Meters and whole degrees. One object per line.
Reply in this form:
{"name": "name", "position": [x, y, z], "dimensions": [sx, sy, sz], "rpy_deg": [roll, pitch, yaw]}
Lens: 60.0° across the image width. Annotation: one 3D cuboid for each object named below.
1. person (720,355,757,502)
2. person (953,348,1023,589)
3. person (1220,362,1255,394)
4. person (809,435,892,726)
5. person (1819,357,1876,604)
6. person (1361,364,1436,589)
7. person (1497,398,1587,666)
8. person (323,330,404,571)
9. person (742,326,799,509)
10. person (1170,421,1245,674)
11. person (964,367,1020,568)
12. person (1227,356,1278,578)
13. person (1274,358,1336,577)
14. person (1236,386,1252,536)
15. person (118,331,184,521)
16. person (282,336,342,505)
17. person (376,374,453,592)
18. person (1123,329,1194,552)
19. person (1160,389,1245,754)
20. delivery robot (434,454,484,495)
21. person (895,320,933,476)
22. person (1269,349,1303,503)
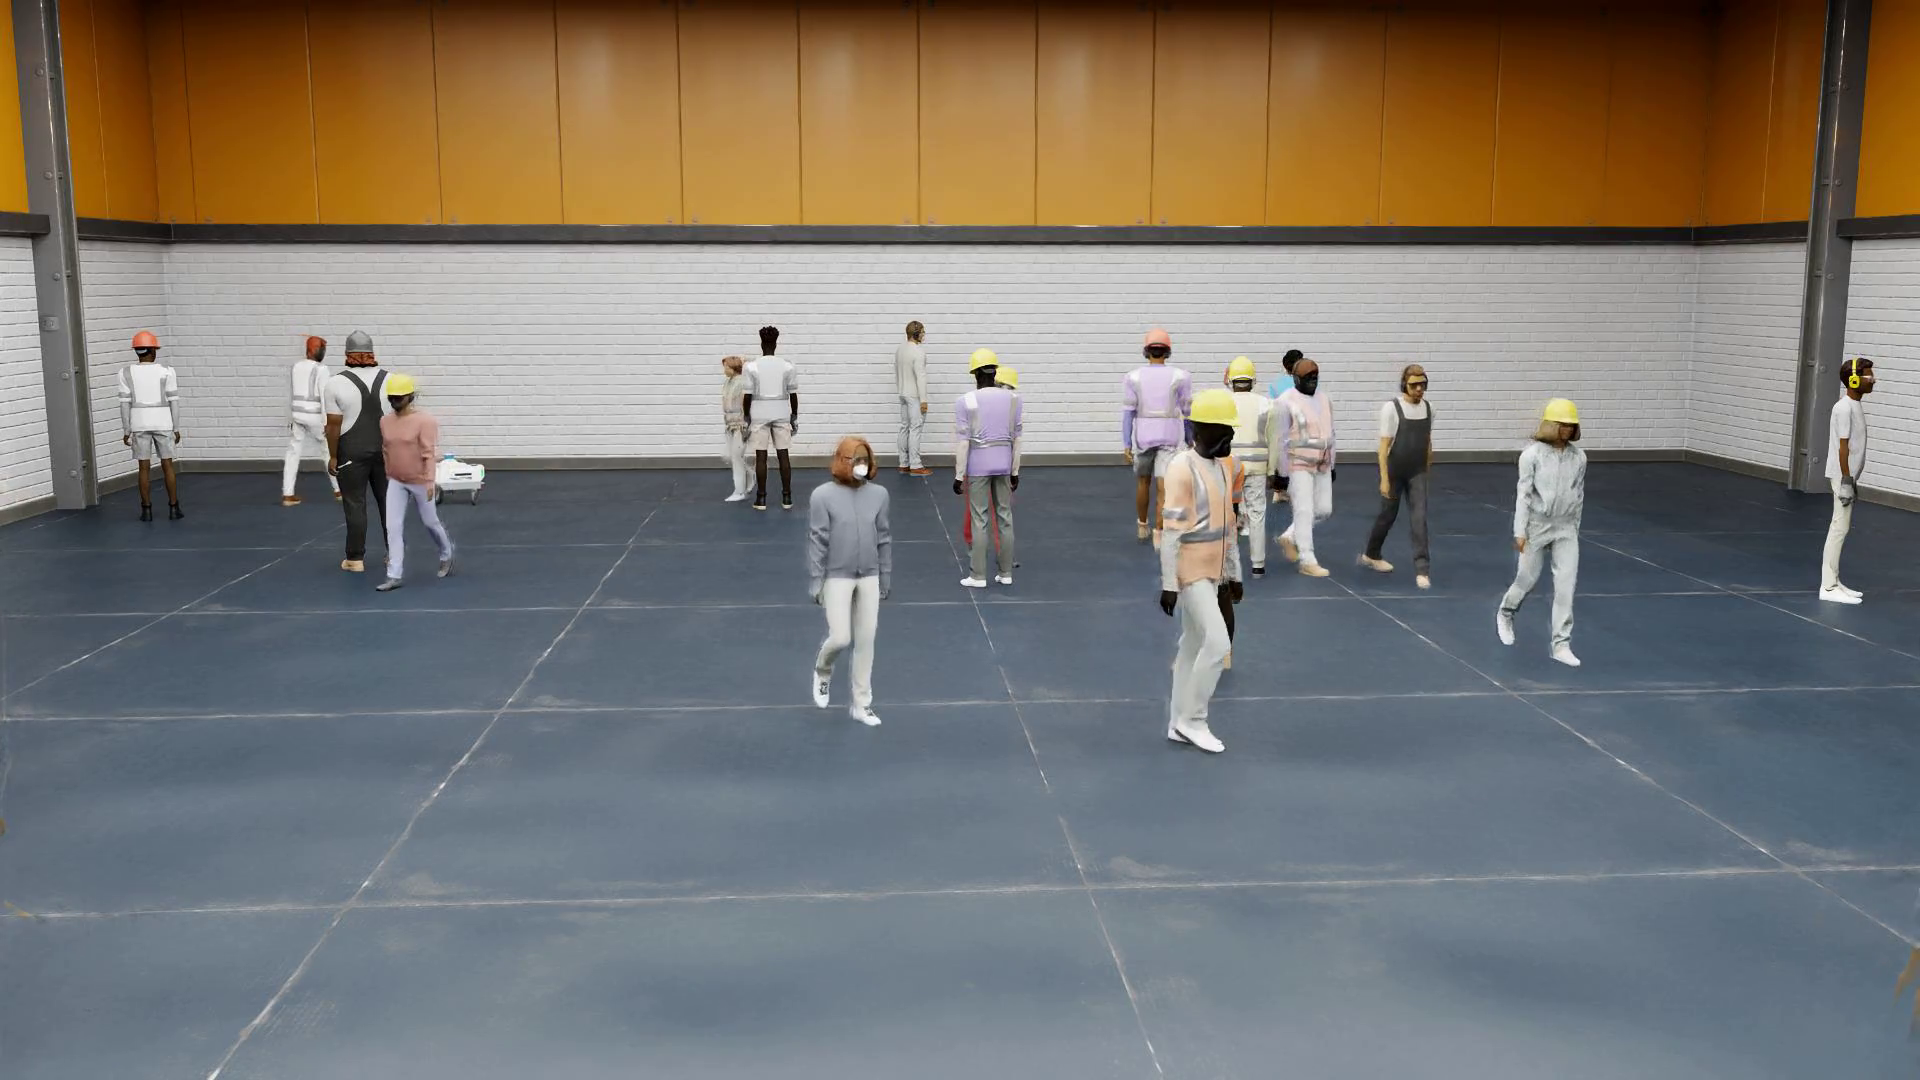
{"name": "person", "position": [-2.432, -1.235, 18.419], "dimensions": [0.425, 1.624, 0.542], "rpy_deg": [-6, 11, -35]}
{"name": "person", "position": [0.214, -0.566, 13.297], "dimensions": [0.585, 1.918, 0.378], "rpy_deg": [-4, 10, -26]}
{"name": "person", "position": [2.903, -1.061, 17.448], "dimensions": [0.553, 1.593, 0.790], "rpy_deg": [-4, 10, -23]}
{"name": "person", "position": [-0.615, 0.216, 9.281], "dimensions": [0.514, 1.621, 0.435], "rpy_deg": [-6, 11, -32]}
{"name": "person", "position": [6.823, -0.459, 12.761], "dimensions": [0.328, 1.876, 0.513], "rpy_deg": [5, 10, 30]}
{"name": "person", "position": [3.623, -0.541, 13.615], "dimensions": [0.530, 1.806, 0.921], "rpy_deg": [-2, 9, -11]}
{"name": "person", "position": [3.833, -0.086, 10.906], "dimensions": [0.495, 1.716, 0.764], "rpy_deg": [-2, 9, -10]}
{"name": "person", "position": [-5.074, -0.763, 14.150], "dimensions": [0.688, 2.000, 0.536], "rpy_deg": [-7, 12, -38]}
{"name": "person", "position": [-2.030, -1.306, 17.790], "dimensions": [0.612, 1.963, 0.361], "rpy_deg": [-3, 9, -16]}
{"name": "person", "position": [1.528, 0.014, 10.349], "dimensions": [0.532, 1.696, 0.319], "rpy_deg": [-6, 11, -33]}
{"name": "person", "position": [0.271, -0.650, 14.494], "dimensions": [0.541, 1.712, 0.880], "rpy_deg": [-3, 10, -19]}
{"name": "person", "position": [2.323, -0.594, 13.726], "dimensions": [0.588, 1.837, 0.403], "rpy_deg": [1, 9, 7]}
{"name": "person", "position": [2.858, -0.609, 13.891], "dimensions": [0.637, 1.823, 0.564], "rpy_deg": [-6, 11, -34]}
{"name": "person", "position": [2.721, -0.840, 15.979], "dimensions": [0.402, 1.605, 0.621], "rpy_deg": [-3, 10, -19]}
{"name": "person", "position": [-8.238, -1.153, 16.941], "dimensions": [0.545, 1.933, 0.376], "rpy_deg": [-4, 10, -22]}
{"name": "person", "position": [-7.076, -1.315, 18.251], "dimensions": [0.697, 1.827, 0.980], "rpy_deg": [4, 10, 25]}
{"name": "person", "position": [-4.395, -0.492, 13.422], "dimensions": [0.538, 1.727, 0.873], "rpy_deg": [3, 9, 17]}
{"name": "person", "position": [1.829, -0.925, 15.292], "dimensions": [0.636, 2.005, 0.937], "rpy_deg": [2, 9, 13]}
{"name": "person", "position": [1.310, 0.171, 8.676], "dimensions": [0.534, 1.908, 0.620], "rpy_deg": [6, 11, 31]}
{"name": "delivery robot", "position": [-5.547, -0.697, 18.093], "dimensions": [0.707, 0.478, 0.477], "rpy_deg": [-4, 10, -23]}
{"name": "person", "position": [-0.583, -1.769, 20.783], "dimensions": [0.356, 1.938, 0.638], "rpy_deg": [-5, 10, -29]}
{"name": "person", "position": [3.607, -1.224, 18.114], "dimensions": [0.321, 1.697, 0.529], "rpy_deg": [-9, 13, -44]}
